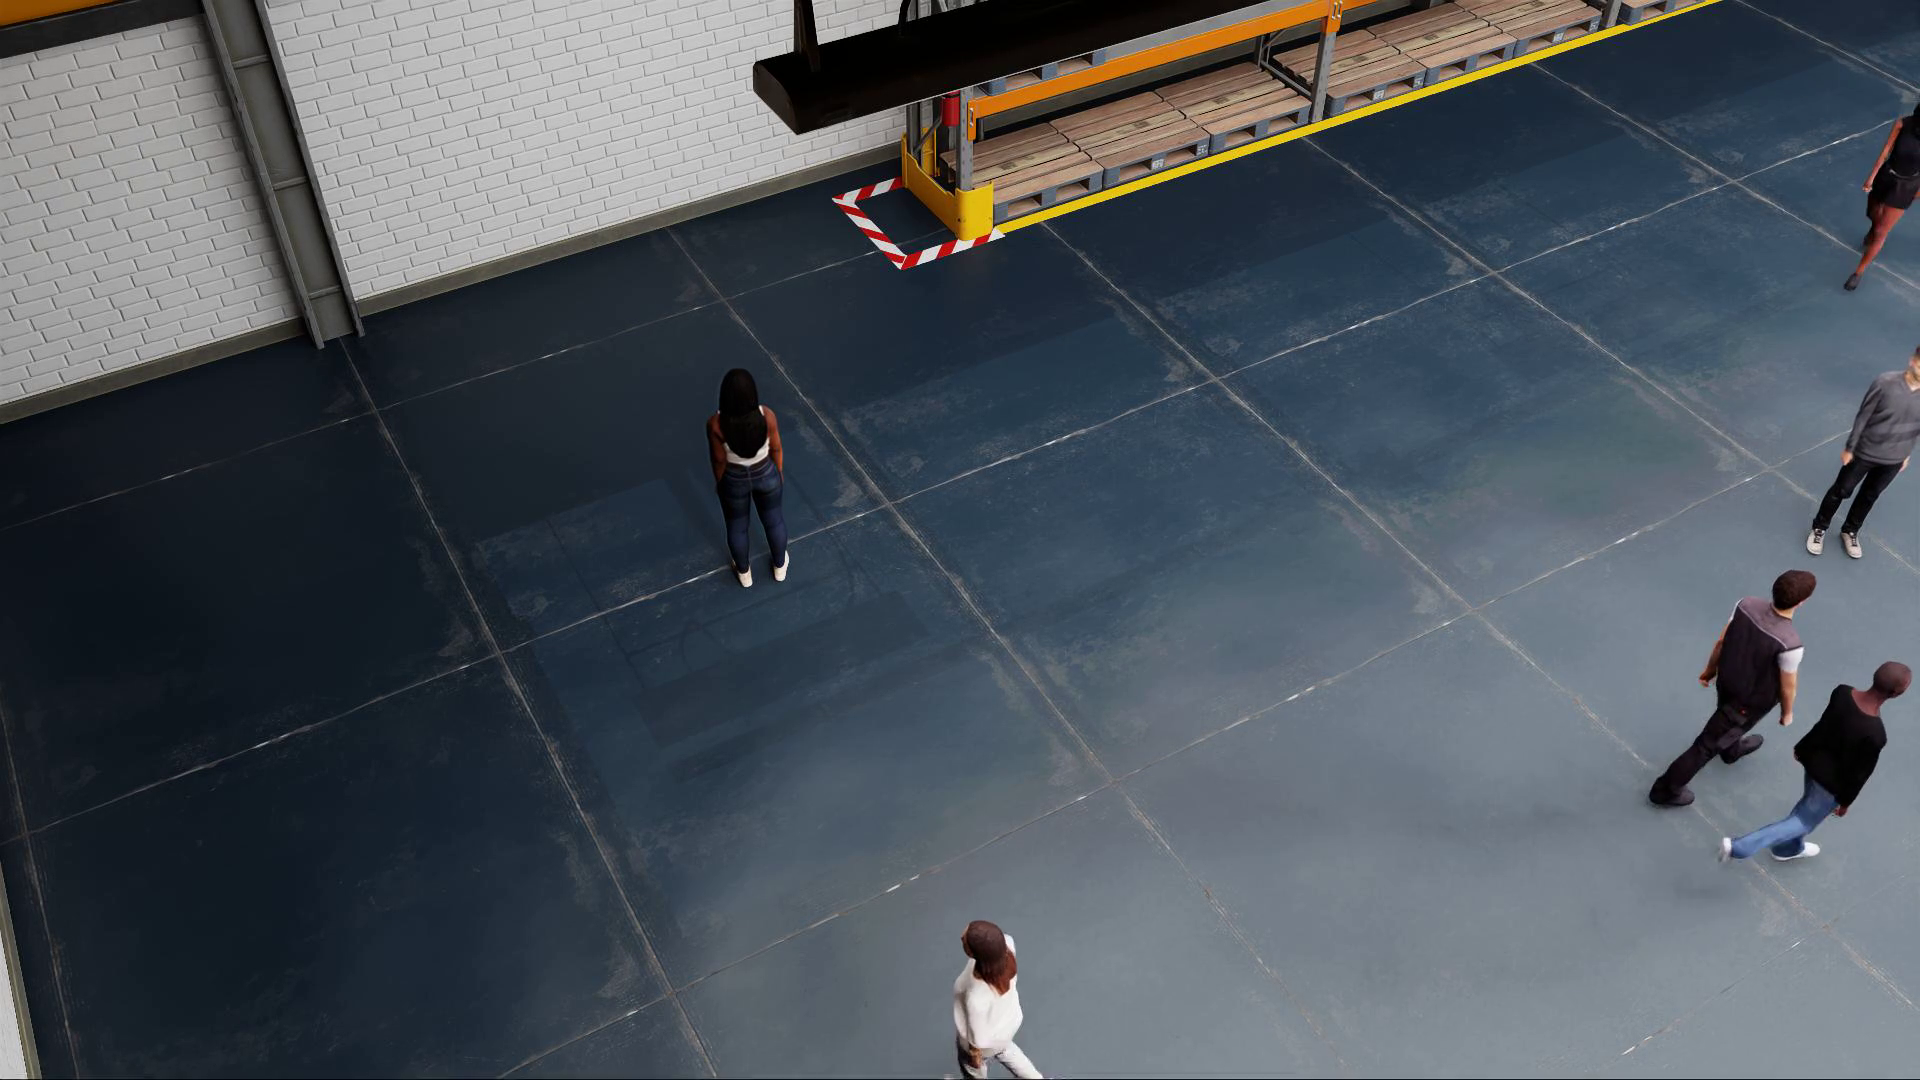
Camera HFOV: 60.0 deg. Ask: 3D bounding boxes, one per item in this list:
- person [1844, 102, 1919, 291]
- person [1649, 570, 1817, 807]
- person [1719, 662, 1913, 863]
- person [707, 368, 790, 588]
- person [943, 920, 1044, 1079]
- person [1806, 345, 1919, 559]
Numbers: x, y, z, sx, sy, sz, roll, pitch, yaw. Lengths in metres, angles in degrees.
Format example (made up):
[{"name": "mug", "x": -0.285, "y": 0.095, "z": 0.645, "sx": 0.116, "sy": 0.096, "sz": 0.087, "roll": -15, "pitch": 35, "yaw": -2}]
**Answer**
[{"name": "person", "x": 7.873, "y": -2.999, "z": 13.982, "sx": 0.813, "sy": 1.711, "sz": 1.229, "roll": 34, "pitch": 53, "yaw": 30}, {"name": "person", "x": 4.550, "y": 0.921, "z": 9.796, "sx": 1.191, "sy": 1.810, "sz": 0.850, "roll": -10, "pitch": 45, "yaw": -10}, {"name": "person", "x": 4.835, "y": 1.341, "z": 9.419, "sx": 1.086, "sy": 1.722, "sz": 0.866, "roll": -8, "pitch": 44, "yaw": -8}, {"name": "person", "x": -1.413, "y": -0.409, "z": 11.191, "sx": 0.640, "sy": 1.810, "sz": 0.769, "roll": -9, "pitch": 44, "yaw": -9}, {"name": "person", "x": 0.214, "y": 2.427, "z": 8.313, "sx": 0.940, "sy": 1.674, "sz": 0.926, "roll": 17, "pitch": 46, "yaw": 17}, {"name": "person", "x": 6.331, "y": -0.629, "z": 11.456, "sx": 0.680, "sy": 1.764, "sz": 0.760, "roll": 7, "pitch": 44, "yaw": 7}]
